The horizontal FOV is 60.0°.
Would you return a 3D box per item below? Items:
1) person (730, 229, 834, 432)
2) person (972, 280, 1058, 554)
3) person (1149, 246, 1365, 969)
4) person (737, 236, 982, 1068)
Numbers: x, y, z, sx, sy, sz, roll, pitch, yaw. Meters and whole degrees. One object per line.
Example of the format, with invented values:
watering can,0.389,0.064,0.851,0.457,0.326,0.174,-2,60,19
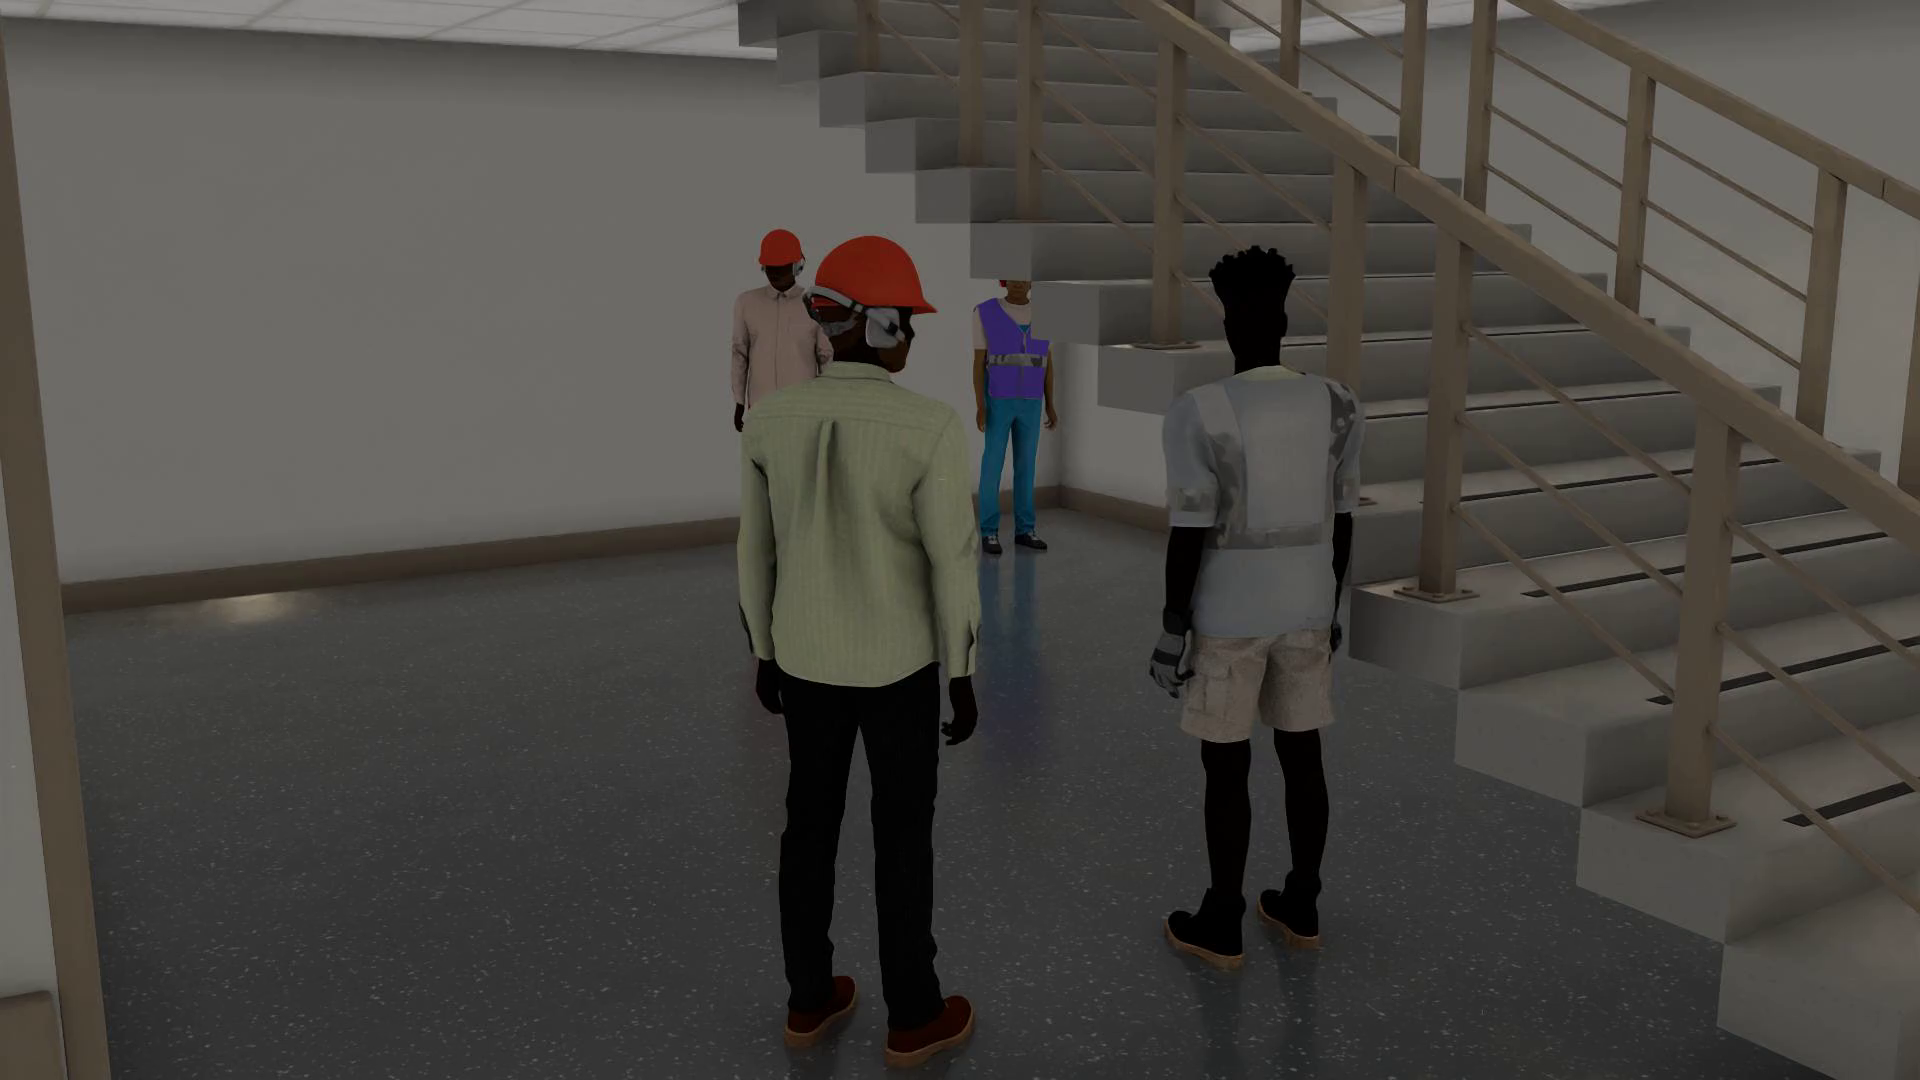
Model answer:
person,-1.035,-0.804,9.709,0.608,1.987,0.391,0,11,0
person,0.334,-0.845,10.320,0.563,1.839,0.394,-5,12,-24
person,0.800,0.194,4.533,0.603,1.962,0.372,-4,12,-22
person,-0.231,0.275,4.026,0.623,1.990,0.391,5,12,24
